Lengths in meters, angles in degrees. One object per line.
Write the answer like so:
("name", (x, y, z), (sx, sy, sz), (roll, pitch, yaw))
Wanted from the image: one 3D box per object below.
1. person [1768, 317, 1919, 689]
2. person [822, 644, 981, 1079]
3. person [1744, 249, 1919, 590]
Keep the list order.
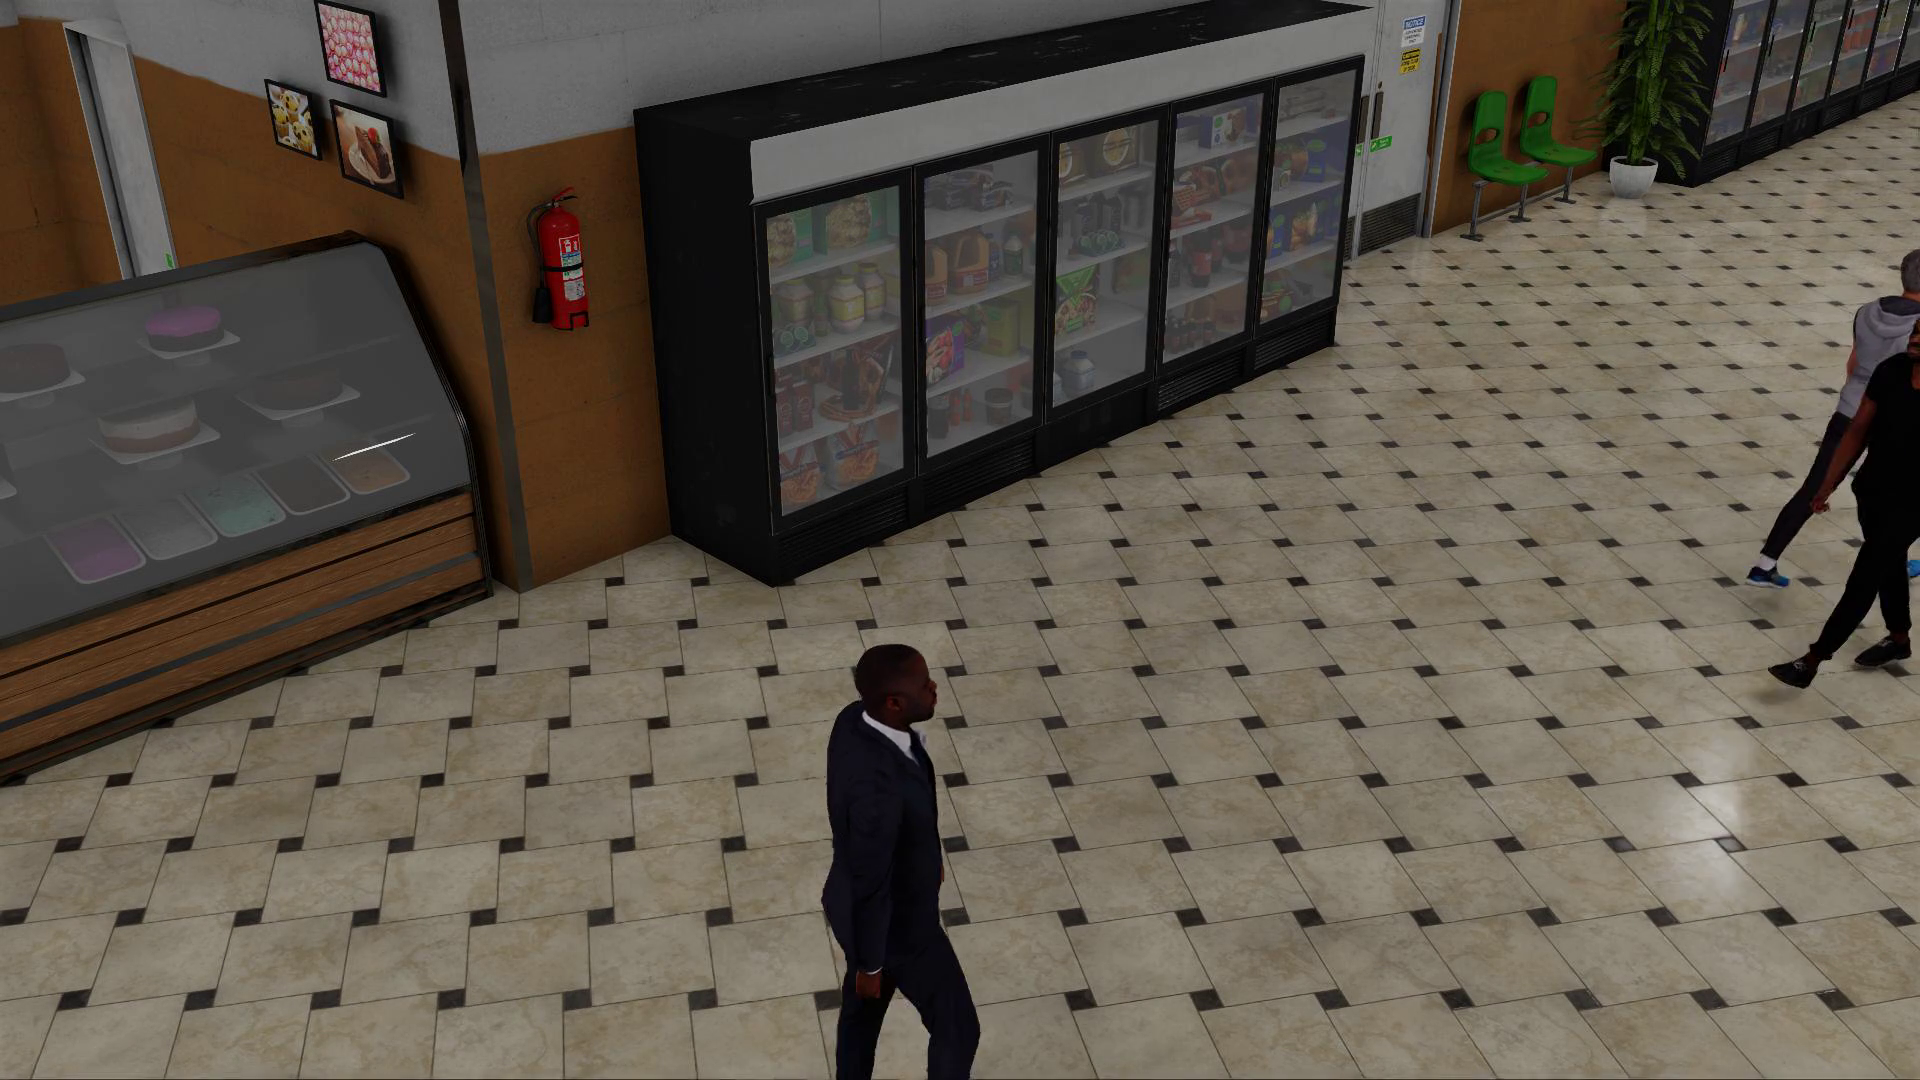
("person", (4.233, -0.171, 7.404), (1.069, 1.774, 1.212), (-9, 28, -17))
("person", (-0.283, 1.102, 4.856), (0.957, 1.808, 0.906), (-5, 27, -10))
("person", (4.327, -0.498, 8.049), (1.067, 1.775, 1.270), (-11, 29, -20))
